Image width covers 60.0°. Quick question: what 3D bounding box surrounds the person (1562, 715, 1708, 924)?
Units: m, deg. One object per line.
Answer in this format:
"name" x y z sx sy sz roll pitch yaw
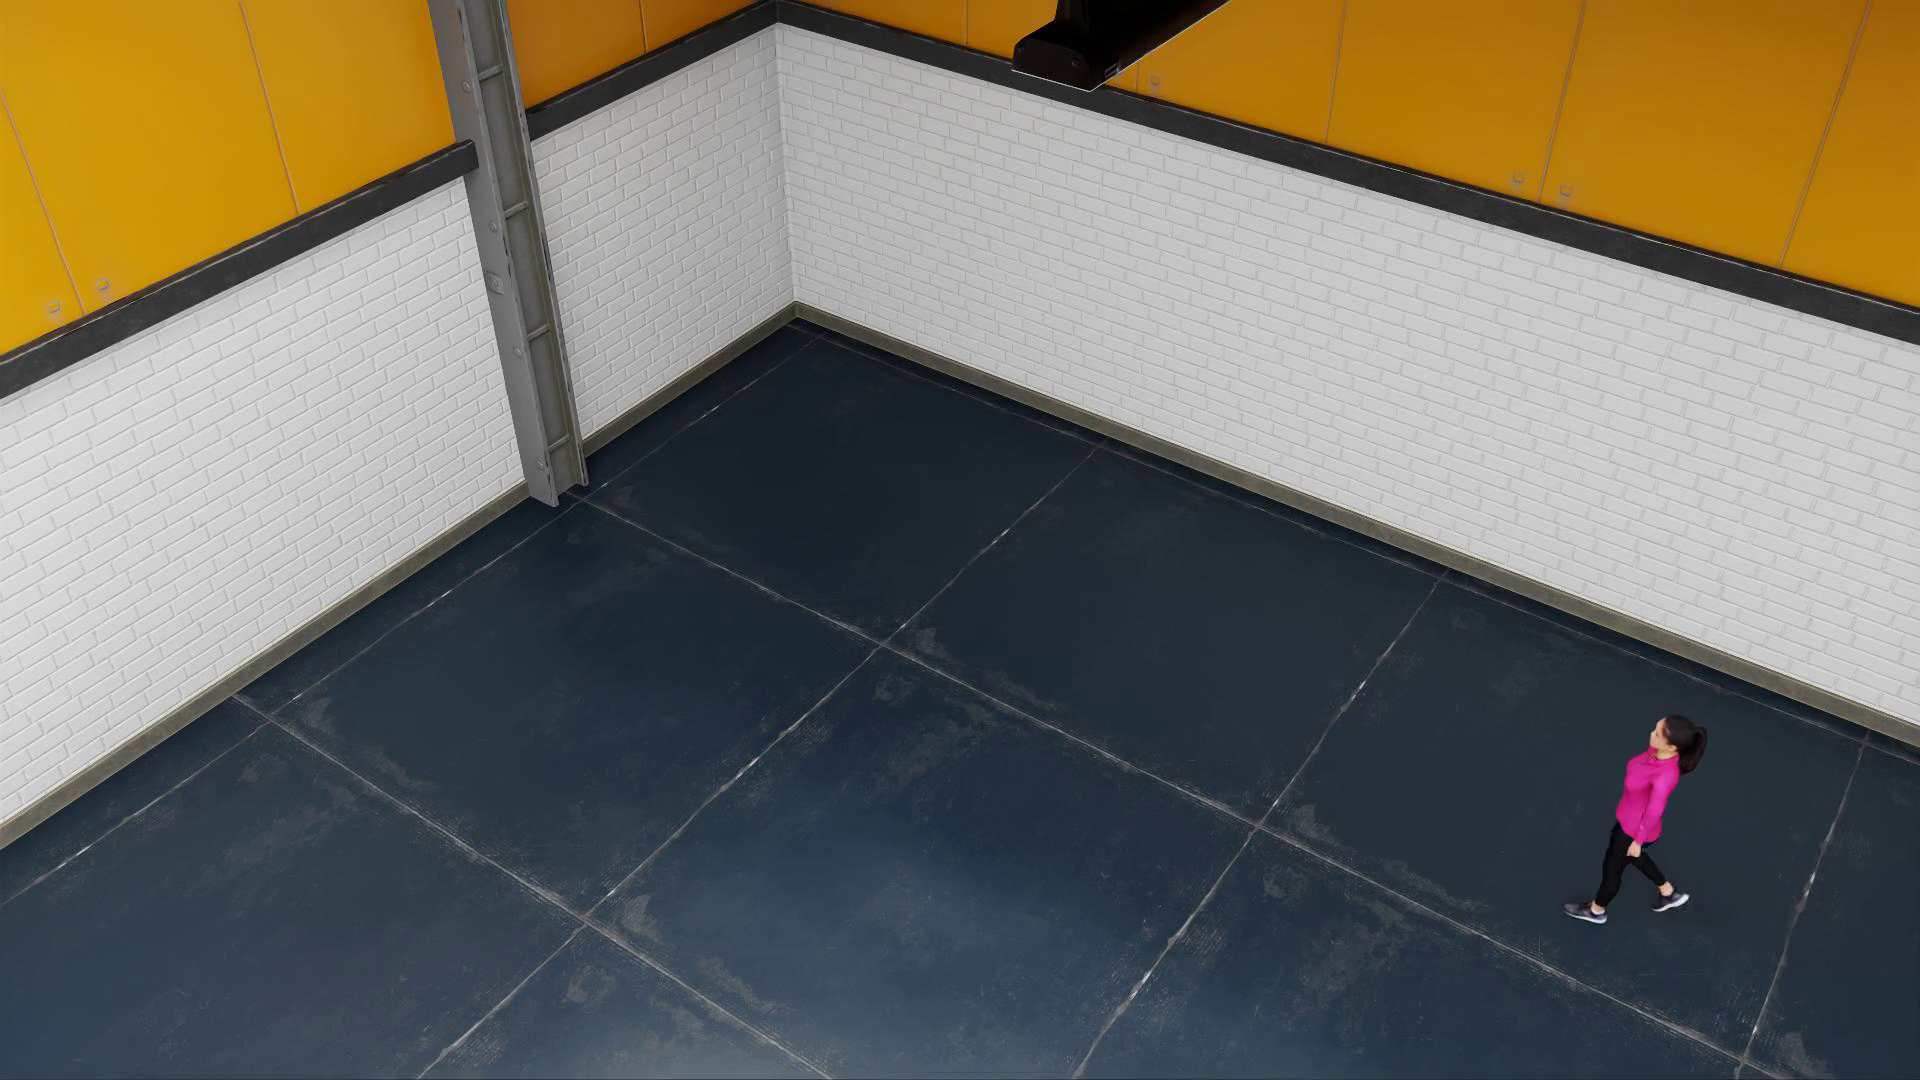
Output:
"person" 3.955 1.630 9.484 0.785 1.689 0.884 13 40 16
